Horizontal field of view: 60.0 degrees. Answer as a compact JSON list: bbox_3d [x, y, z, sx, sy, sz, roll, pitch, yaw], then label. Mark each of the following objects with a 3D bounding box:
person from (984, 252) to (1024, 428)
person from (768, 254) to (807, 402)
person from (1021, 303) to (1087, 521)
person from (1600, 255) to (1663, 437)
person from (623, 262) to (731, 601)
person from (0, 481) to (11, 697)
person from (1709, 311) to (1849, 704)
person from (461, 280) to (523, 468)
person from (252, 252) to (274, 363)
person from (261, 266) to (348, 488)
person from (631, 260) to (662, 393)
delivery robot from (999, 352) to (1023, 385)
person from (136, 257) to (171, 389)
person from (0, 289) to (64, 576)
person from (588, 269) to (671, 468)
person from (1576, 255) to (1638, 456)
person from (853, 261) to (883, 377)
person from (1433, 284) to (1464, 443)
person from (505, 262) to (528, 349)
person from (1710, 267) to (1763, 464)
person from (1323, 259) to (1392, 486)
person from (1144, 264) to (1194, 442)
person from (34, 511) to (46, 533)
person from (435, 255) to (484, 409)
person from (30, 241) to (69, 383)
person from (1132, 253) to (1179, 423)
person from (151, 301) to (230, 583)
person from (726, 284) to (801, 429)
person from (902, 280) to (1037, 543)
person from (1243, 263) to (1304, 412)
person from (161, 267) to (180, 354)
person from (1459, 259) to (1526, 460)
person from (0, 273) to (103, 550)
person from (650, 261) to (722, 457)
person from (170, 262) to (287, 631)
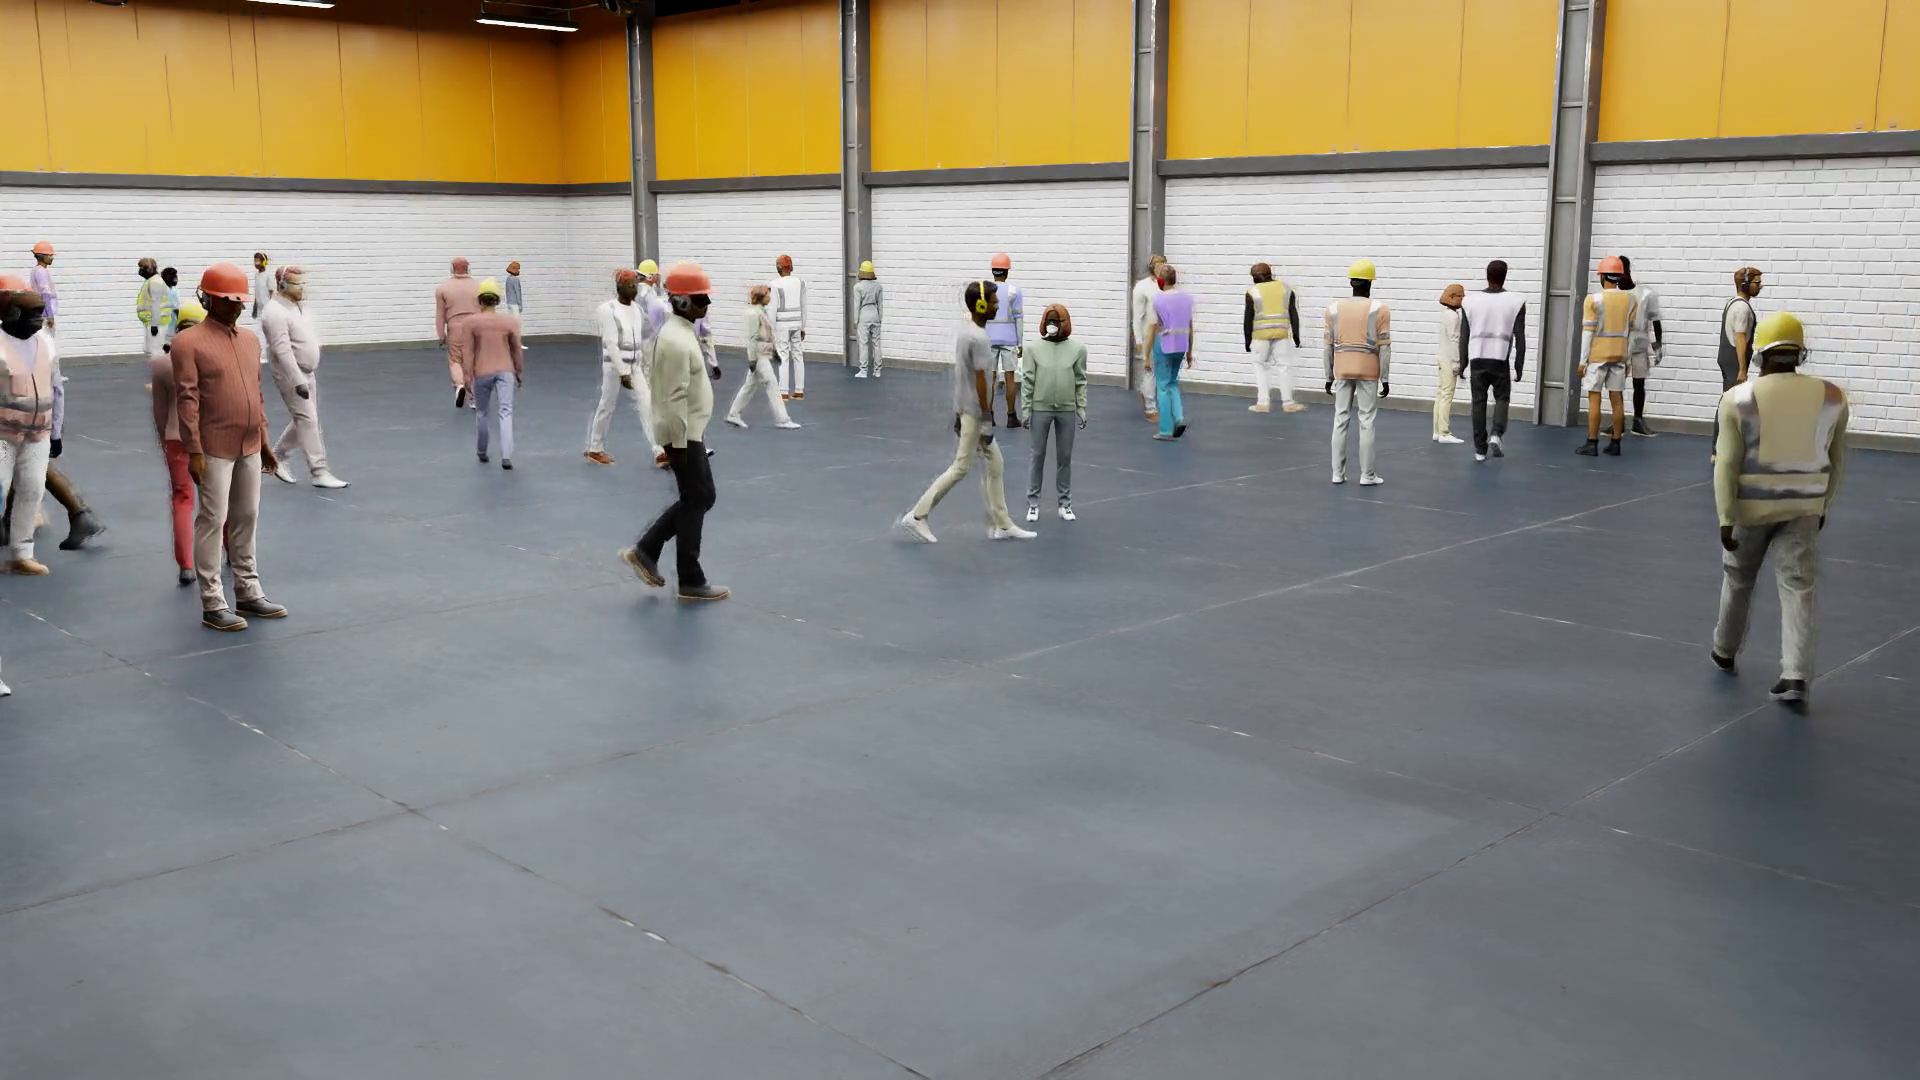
[{"bbox_3d":[0.448,-2.209,18.468,0.542,1.939,0.364,3,11,14],"label":"person"},{"bbox_3d":[-2.227,-2.724,21.417,0.572,1.887,0.356,-8,13,-39],"label":"person"},{"bbox_3d":[0.707,-0.951,12.442,0.501,1.631,0.287,-1,10,-6],"label":"person"},{"bbox_3d":[7.092,-2.042,17.613,0.693,1.922,0.487,5,12,26],"label":"person"},{"bbox_3d":[-1.635,-0.611,9.637,0.527,1.978,0.641,-2,11,-9],"label":"person"},{"bbox_3d":[-4.639,-0.060,7.587,0.327,1.639,0.518,9,14,40],"label":"person"},{"bbox_3d":[3.796,-0.161,7.742,0.585,1.790,0.946,2,11,11],"label":"person"},{"bbox_3d":[-4.328,-1.540,15.425,0.552,1.715,0.917,-4,11,-21],"label":"person"},{"bbox_3d":[-11.591,-3.877,27.808,0.528,1.847,0.712,9,14,41],"label":"person"},{"bbox_3d":[-5.605,-1.370,14.091,0.842,1.871,0.697,0,10,1],"label":"person"},{"bbox_3d":[-3.838,-2.533,20.525,0.404,1.829,0.600,-8,13,-36],"label":"person"},{"bbox_3d":[0.804,-2.297,22.470,0.477,0.478,0.707,5,11,24],"label":"delivery robot"},{"bbox_3d":[-11.239,-3.029,23.263,0.478,1.830,0.632,-7,12,-32],"label":"person"},{"bbox_3d":[-6.058,-0.684,10.538,0.672,1.801,0.709,5,11,23],"label":"person"},{"bbox_3d":[-3.059,-1.559,15.241,1.048,1.827,0.559,7,12,33],"label":"person"},{"bbox_3d":[6.247,-1.775,16.106,0.550,1.935,0.370,-2,11,-9],"label":"person"},{"bbox_3d":[-1.389,-3.323,25.068,0.491,1.746,0.285,-6,12,-30],"label":"person"},{"bbox_3d":[5.069,-1.821,17.184,0.285,1.633,0.498,1,10,4],"label":"person"},{"bbox_3d":[-8.359,-4.400,31.246,0.287,1.633,0.498,-8,13,-37],"label":"person"},{"bbox_3d":[7.168,-1.588,15.336,0.327,1.843,0.514,3,11,13],"label":"person"},{"bbox_3d":[3.390,-1.420,14.196,0.585,1.928,0.369,6,12,32],"label":"person"},{"bbox_3d":[2.161,-1.931,17.244,0.602,1.830,0.448,-7,12,-32],"label":"person"},{"bbox_3d":[-6.843,-0.950,11.502,0.640,1.984,0.885,4,11,22],"label":"person"},{"bbox_3d":[-6.044,-2.517,20.300,0.650,1.892,0.559,-4,11,-22],"label":"person"},{"bbox_3d":[-13.212,-3.293,24.098,0.381,2.040,0.616,-8,13,-36],"label":"person"},{"bbox_3d":[2.222,-2.310,19.053,0.644,1.925,0.504,-6,12,-31],"label":"person"},{"bbox_3d":[-4.761,-0.620,10.412,0.540,1.719,0.930,-2,11,-12],"label":"person"},{"bbox_3d":[-2.212,-2.022,18.373,0.852,1.600,0.511,0,10,1],"label":"person"},{"bbox_3d":[0.046,-0.881,11.528,0.925,1.840,0.534,-1,10,-6],"label":"person"},{"bbox_3d":[3.806,-2.442,20.130,0.778,1.806,0.434,-1,10,-6],"label":"person"},{"bbox_3d":[-11.387,-3.108,24.108,0.655,1.664,0.540,-6,12,-31],"label":"person"},{"bbox_3d":[5.033,-1.696,15.762,0.608,1.903,0.428,4,11,21],"label":"person"},{"bbox_3d":[-6.347,-0.873,11.386,0.922,1.885,0.626,1,10,4],"label":"person"},{"bbox_3d":[-2.575,-1.679,15.722,0.931,1.880,0.592,9,14,42],"label":"person"},{"bbox_3d":[-3.979,-0.510,9.078,0.392,1.985,0.610,3,11,18],"label":"person"}]
